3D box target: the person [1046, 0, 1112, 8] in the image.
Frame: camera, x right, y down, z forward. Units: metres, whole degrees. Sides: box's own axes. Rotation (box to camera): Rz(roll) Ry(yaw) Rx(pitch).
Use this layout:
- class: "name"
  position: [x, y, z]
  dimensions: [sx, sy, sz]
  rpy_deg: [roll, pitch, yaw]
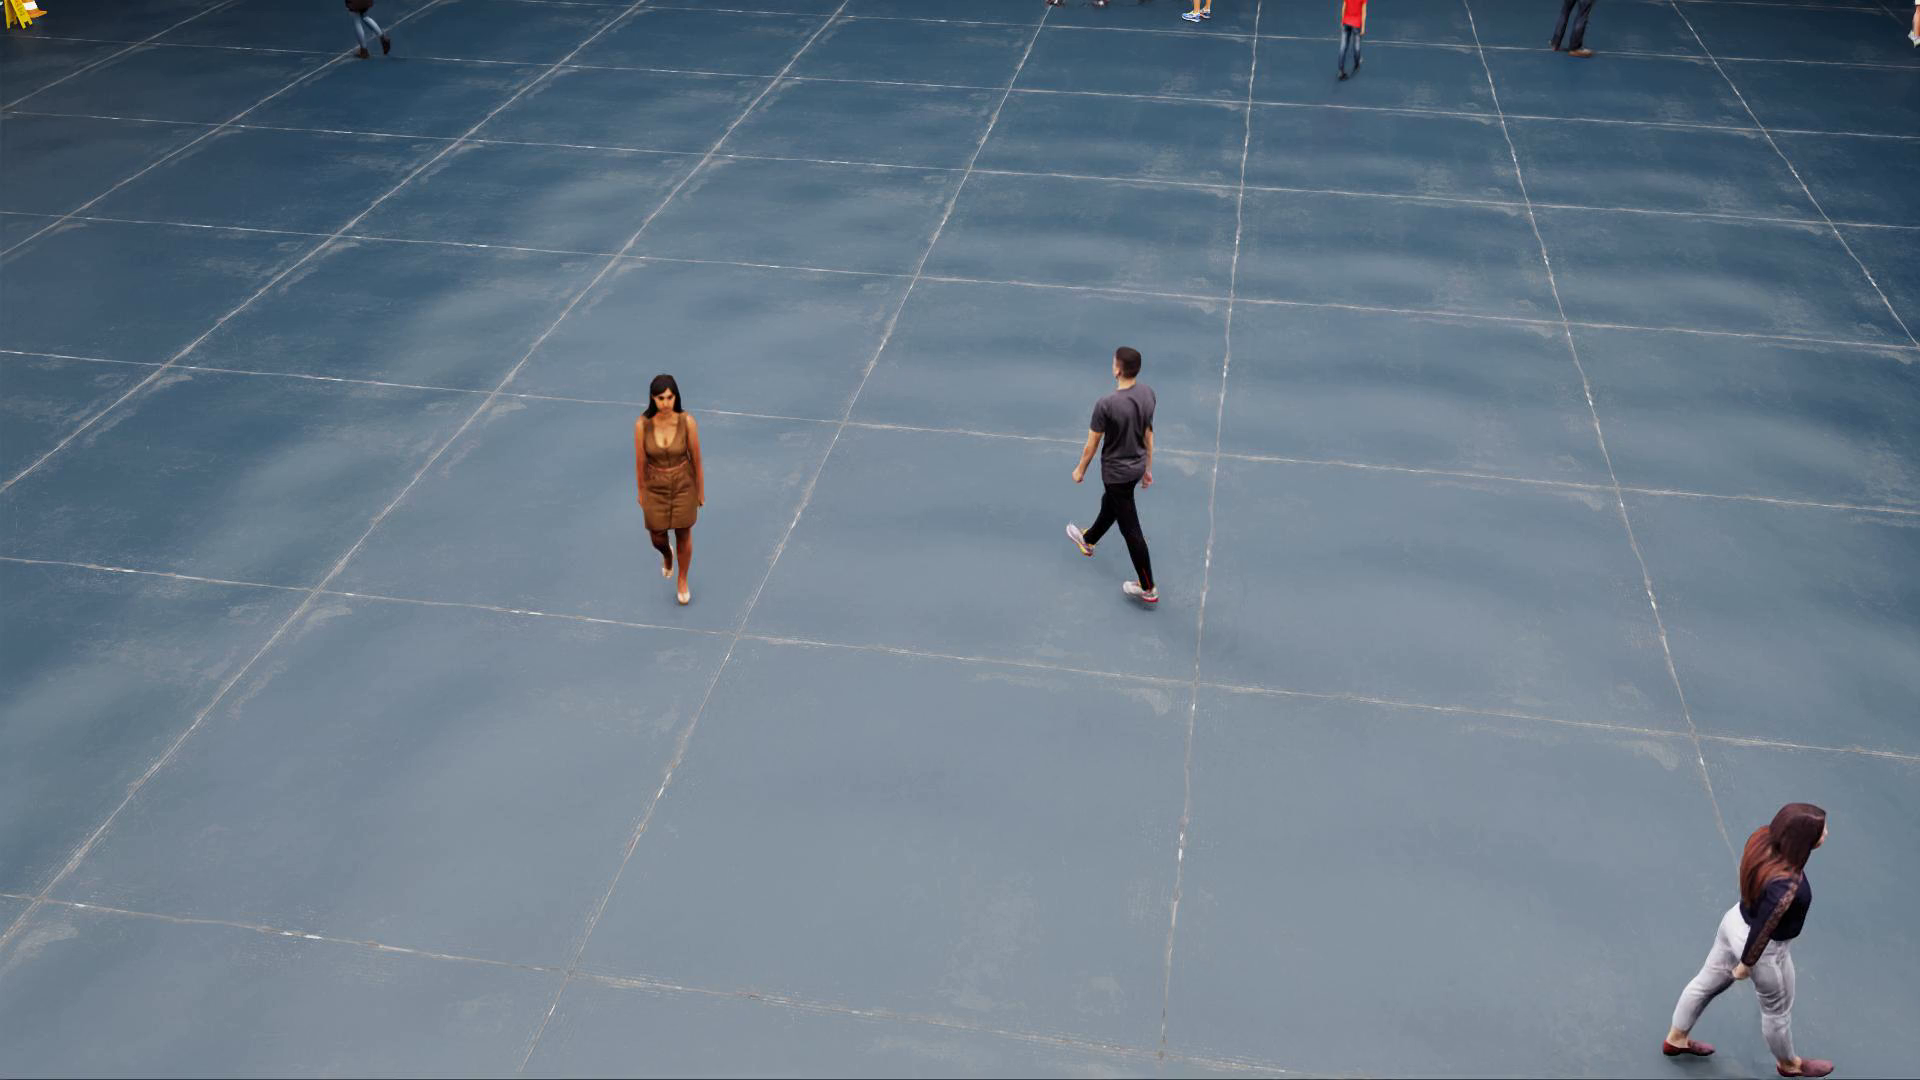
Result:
- class: "person"
  position: [1.874, -8.472, 23.670]
  dimensions: [1.279, 1.814, 1.014]
  rpy_deg: [-10, 34, -15]

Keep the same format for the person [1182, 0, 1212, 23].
- class: "person"
  position: [3.390, -8.235, 23.245]
  dimensions: [0.702, 1.866, 0.749]
  rpy_deg: [-24, 39, -33]

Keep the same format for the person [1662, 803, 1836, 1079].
- class: "person"
  position: [3.551, 1.828, 7.566]
  dimensions: [0.965, 1.575, 0.652]
  rpy_deg: [3, 32, 5]

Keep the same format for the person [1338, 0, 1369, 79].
- class: "person"
  position: [4.929, -6.478, 21.006]
  dimensions: [0.871, 1.284, 0.747]
  rpy_deg: [17, 36, 25]

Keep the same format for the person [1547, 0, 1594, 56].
- class: "person"
  position: [8.206, -7.299, 21.835]
  dimensions: [0.890, 1.788, 0.844]
  rpy_deg: [-10, 34, -15]

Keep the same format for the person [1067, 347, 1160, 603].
- class: "person"
  position: [1.119, -0.378, 10.942]
  dimensions: [1.125, 1.704, 1.260]
  rpy_deg: [-25, 40, -34]

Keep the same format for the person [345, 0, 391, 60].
- class: "person"
  position: [-7.774, -7.075, 21.636]
  dimensions: [0.871, 1.623, 0.737]
  rpy_deg: [13, 35, 20]

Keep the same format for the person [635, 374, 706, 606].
- class: "person"
  position: [-1.911, -0.362, 10.941]
  dimensions: [0.719, 1.679, 0.770]
  rpy_deg: [-6, 33, -9]
